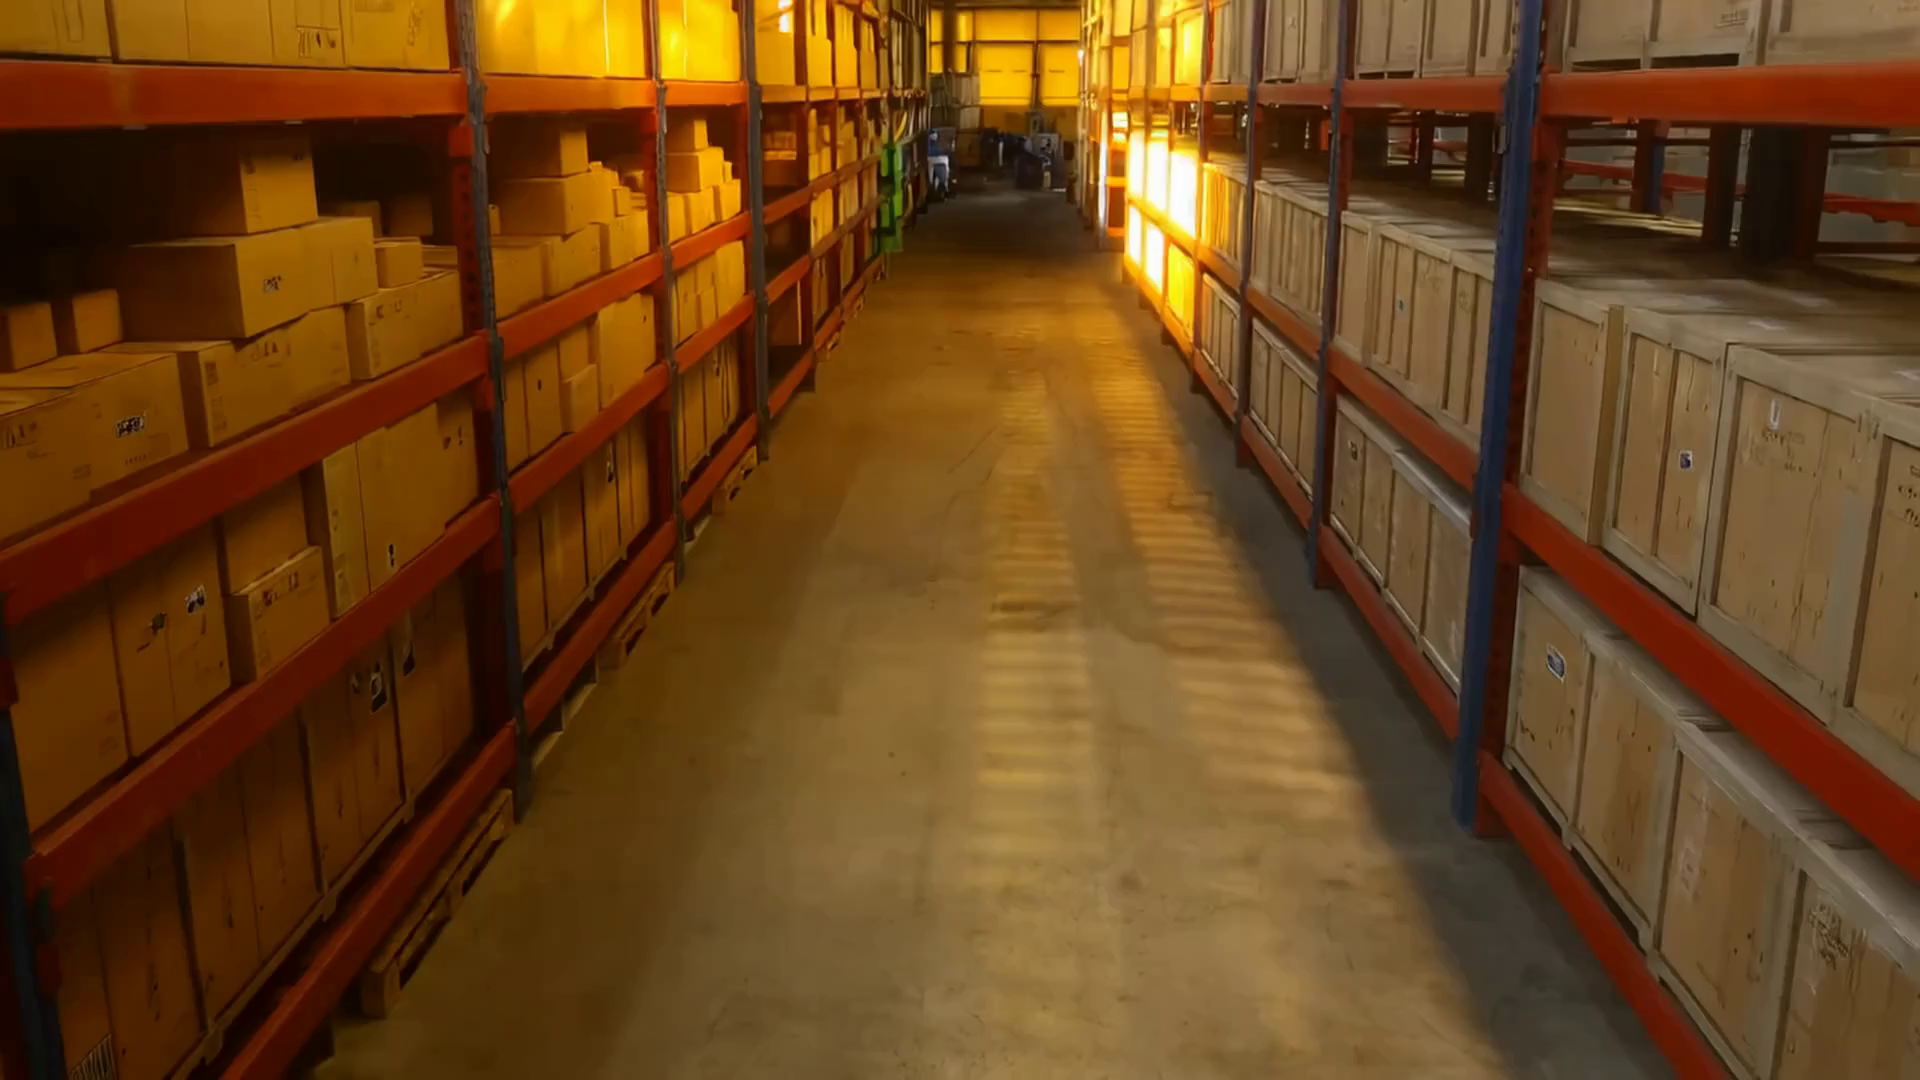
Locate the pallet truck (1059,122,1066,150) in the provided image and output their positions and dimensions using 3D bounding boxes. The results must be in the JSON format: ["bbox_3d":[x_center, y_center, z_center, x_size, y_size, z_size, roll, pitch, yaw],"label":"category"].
[{"bbox_3d":[5.788,-21.111,88.014,1.885,1.965,0.823,5,16,18],"label":"pallet truck"}]

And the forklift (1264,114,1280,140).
[{"bbox_3d":[11.020,-13.938,59.649,1.129,2.768,1.873,0,15,2],"label":"forklift"}]

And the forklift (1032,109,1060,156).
[{"bbox_3d":[3.487,-16.921,70.751,1.129,2.768,1.873,13,20,40],"label":"forklift"}]

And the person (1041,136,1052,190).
[{"bbox_3d":[3.168,-13.826,61.040,0.369,1.929,0.542,-7,16,-24],"label":"person"}]

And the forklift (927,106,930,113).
[{"bbox_3d":[-2.001,-20.667,84.687,1.129,2.768,1.873,0,15,2],"label":"forklift"}]
